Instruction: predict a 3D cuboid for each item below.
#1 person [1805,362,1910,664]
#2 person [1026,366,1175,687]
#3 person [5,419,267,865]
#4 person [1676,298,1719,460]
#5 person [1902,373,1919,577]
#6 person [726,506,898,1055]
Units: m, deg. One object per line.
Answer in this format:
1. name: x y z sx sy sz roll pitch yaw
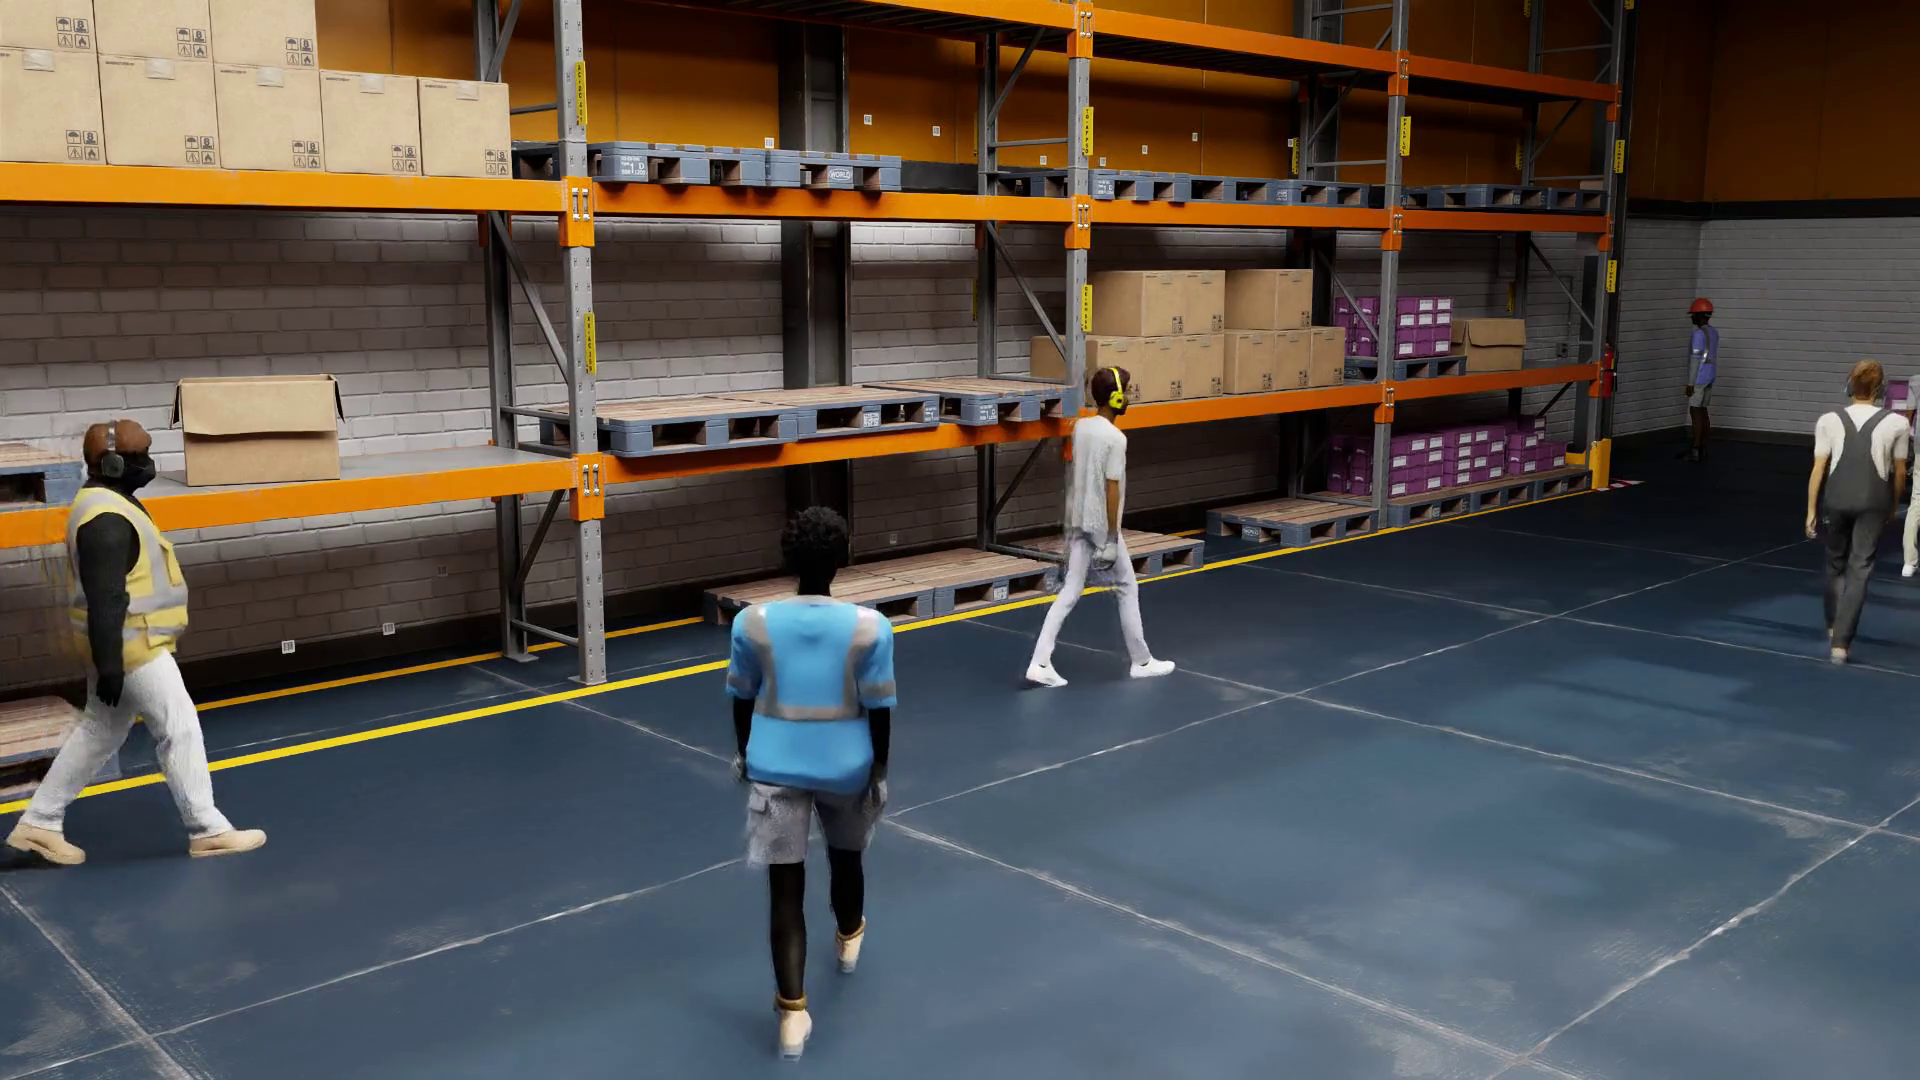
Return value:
1. person: 5.472 -0.185 10.159 0.496 1.789 0.941 7 12 36
2. person: 0.769 -0.071 9.416 0.969 1.830 0.540 -6 12 -33
3. person: -3.361 0.417 6.598 0.930 1.808 0.634 -5 11 -26
4. person: 8.831 -1.921 19.911 0.383 1.932 0.540 9 13 42
5. person: 7.364 -0.631 12.534 0.334 1.873 0.517 -6 12 -33
6. person: -0.471 0.709 5.319 0.536 1.648 0.867 -1 10 -4
